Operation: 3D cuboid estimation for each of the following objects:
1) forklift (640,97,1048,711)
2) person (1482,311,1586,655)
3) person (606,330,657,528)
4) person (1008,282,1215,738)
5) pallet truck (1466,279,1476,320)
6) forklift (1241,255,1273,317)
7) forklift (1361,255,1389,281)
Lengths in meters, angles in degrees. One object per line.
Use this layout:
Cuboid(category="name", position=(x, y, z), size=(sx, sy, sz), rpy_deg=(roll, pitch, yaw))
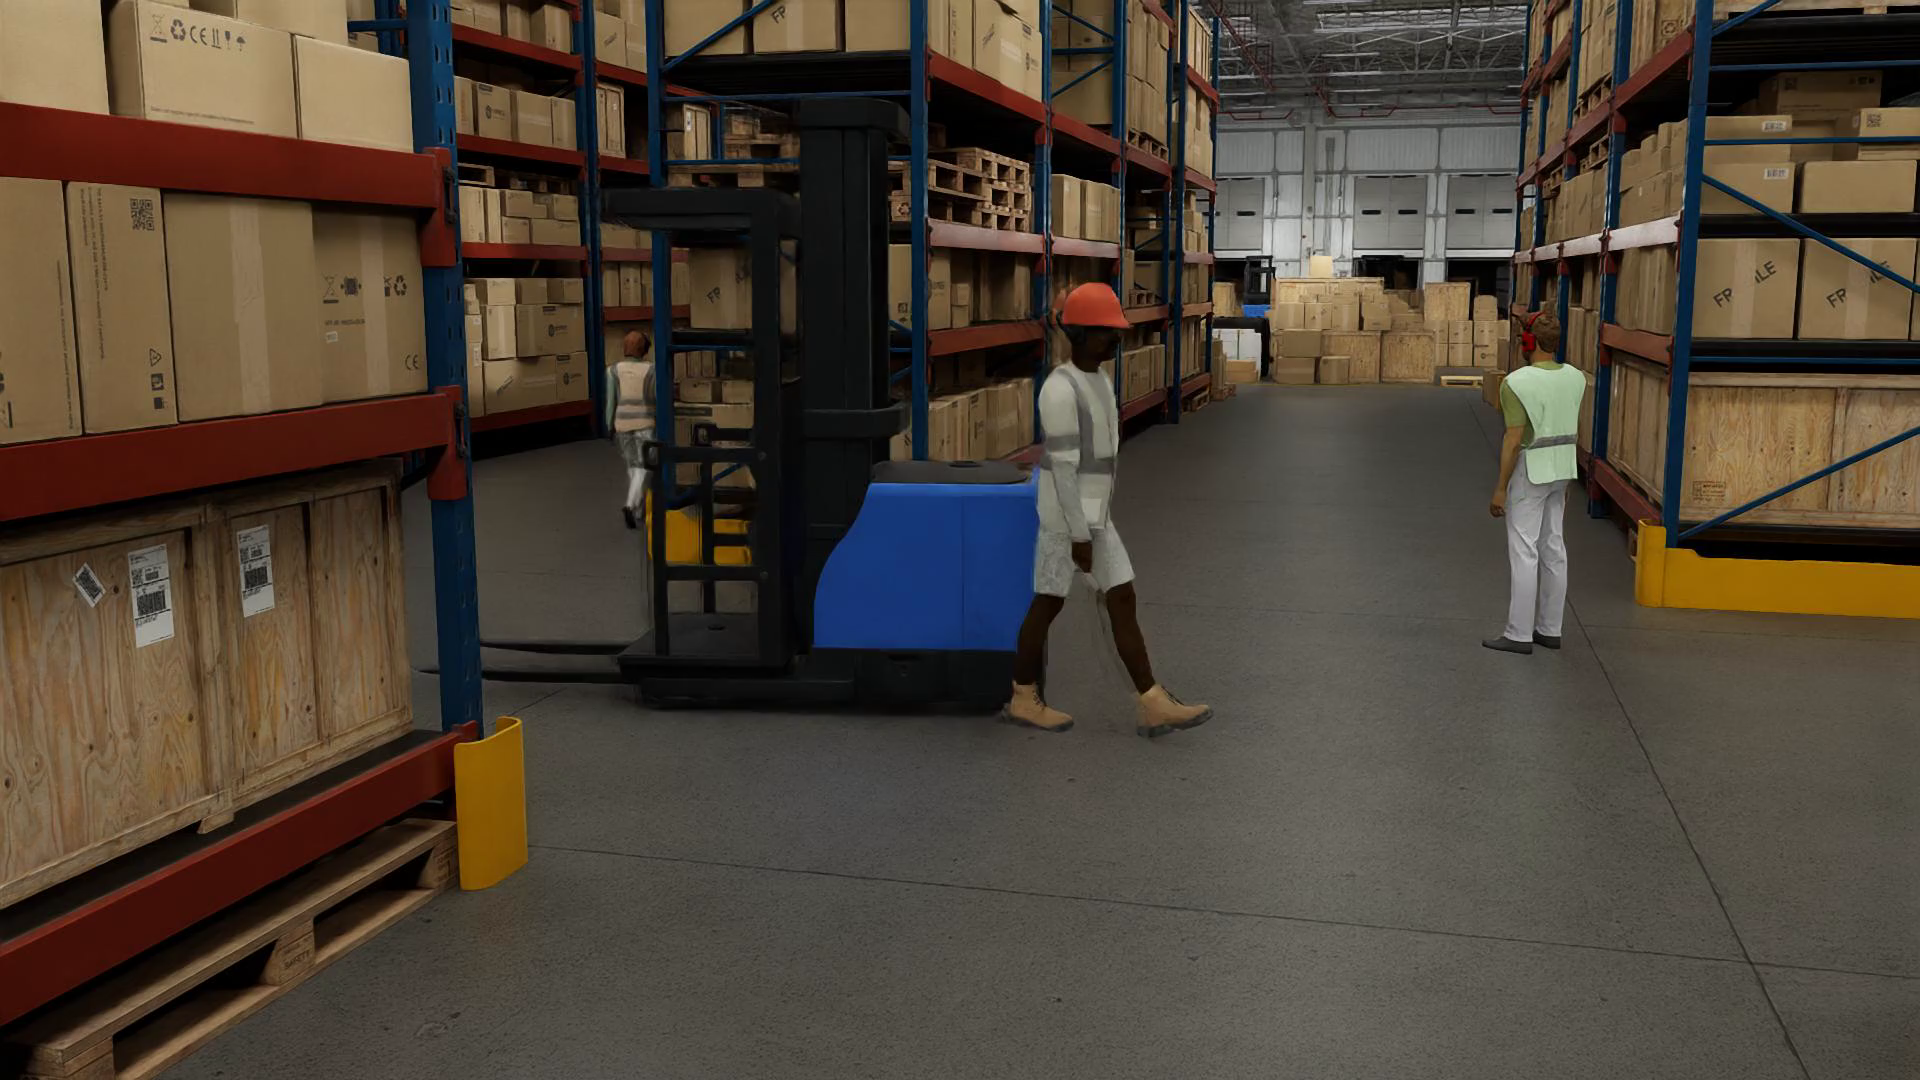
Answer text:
Cuboid(category="forklift", position=(-0.512, -0.669, 8.021), size=(1.873, 2.768, 1.129), rpy_deg=(1, 9, 4))
Cuboid(category="person", position=(3.108, -0.301, 8.961), size=(0.567, 1.847, 0.389), rpy_deg=(-5, 10, -30))
Cuboid(category="person", position=(-2.662, -0.915, 13.633), size=(0.520, 1.606, 0.774), rpy_deg=(2, 9, 11))
Cuboid(category="person", position=(0.625, -0.100, 7.203), size=(1.024, 1.990, 0.629), rpy_deg=(5, 10, 28))
Cuboid(category="pallet truck", position=(18.896, -8.459, 60.307), size=(1.885, 1.965, 0.823), rpy_deg=(5, 10, 31))
Cuboid(category="forklift", position=(10.551, -8.662, 58.805), size=(1.129, 2.768, 1.873), rpy_deg=(2, 9, 15))
Cuboid(category="forklift", position=(14.233, -8.404, 57.165), size=(1.129, 2.768, 1.873), rpy_deg=(-2, 9, -13))
